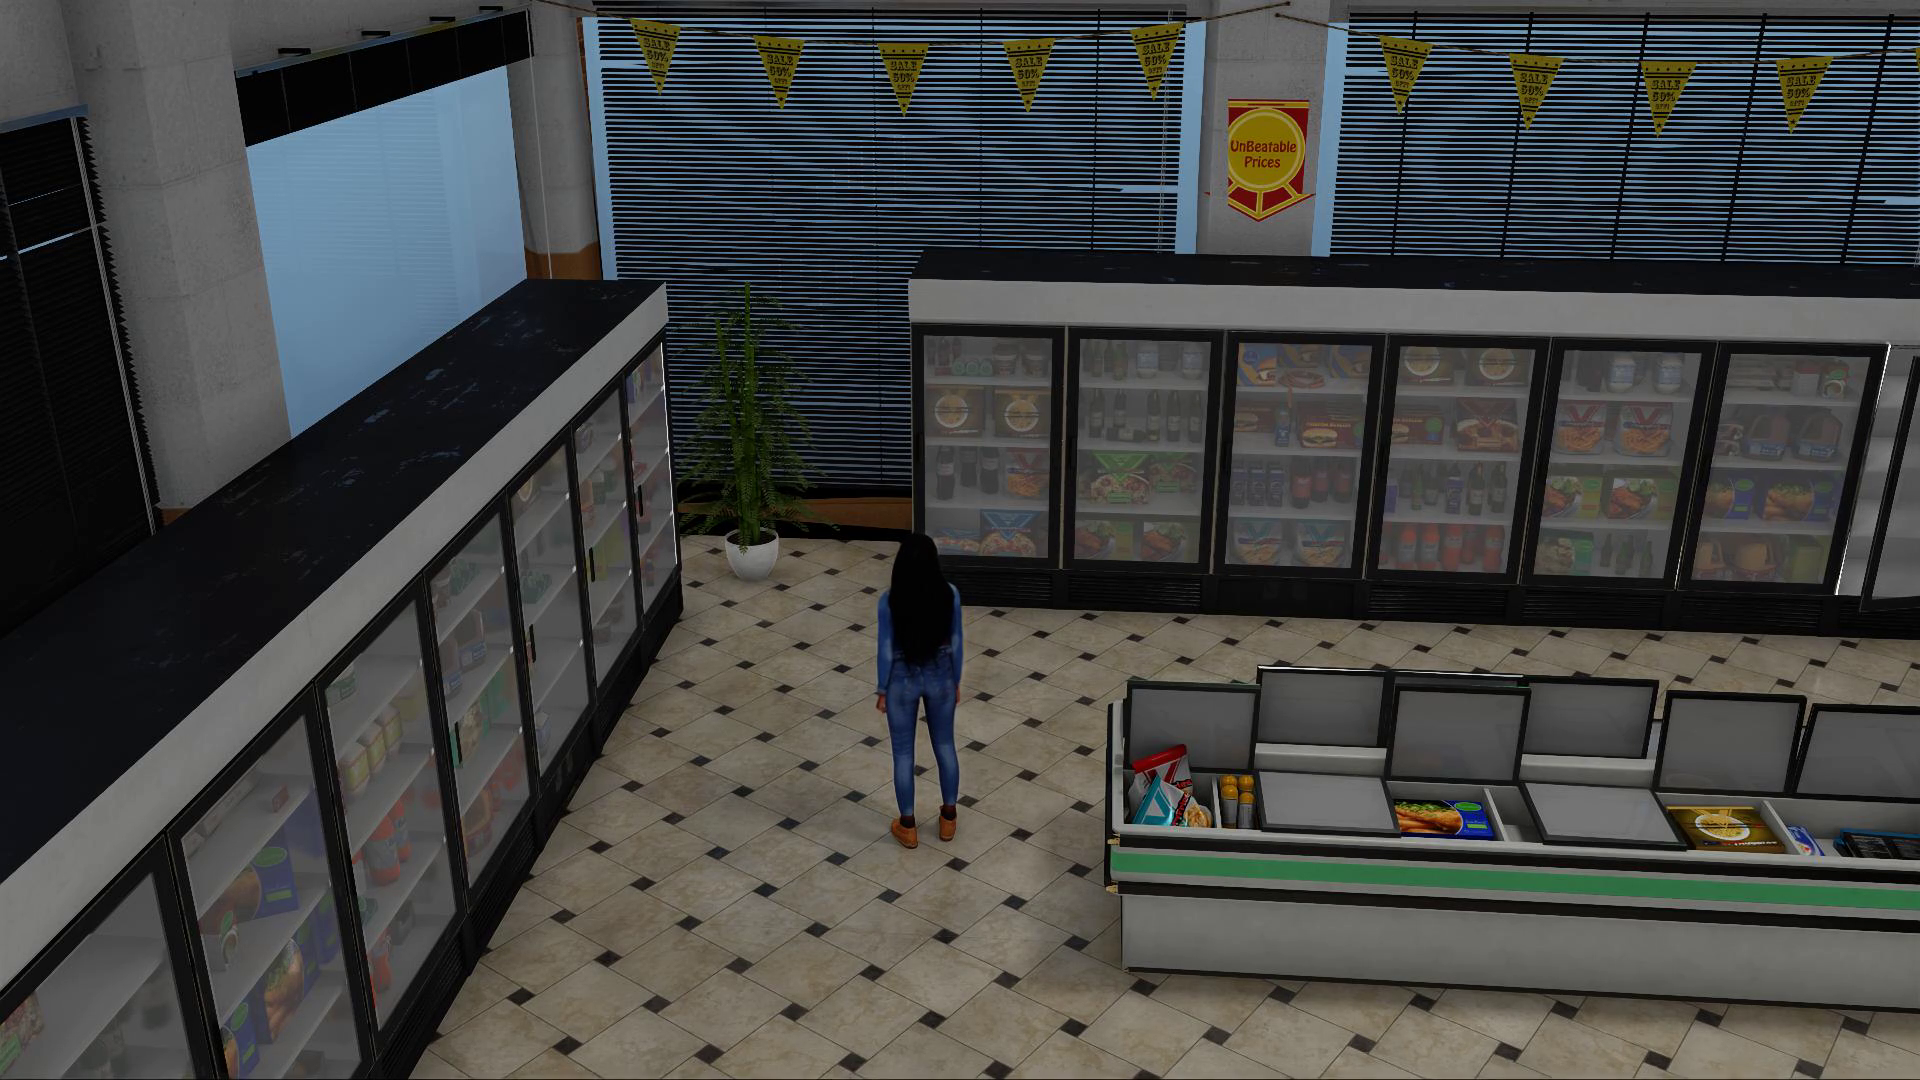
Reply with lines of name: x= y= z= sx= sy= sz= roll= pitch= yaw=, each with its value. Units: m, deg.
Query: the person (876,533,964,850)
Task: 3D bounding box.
person: x=-0.199 y=0.767 z=8.479 sx=0.564 sy=1.712 sz=0.723 roll=-5 pitch=22 yaw=-12
